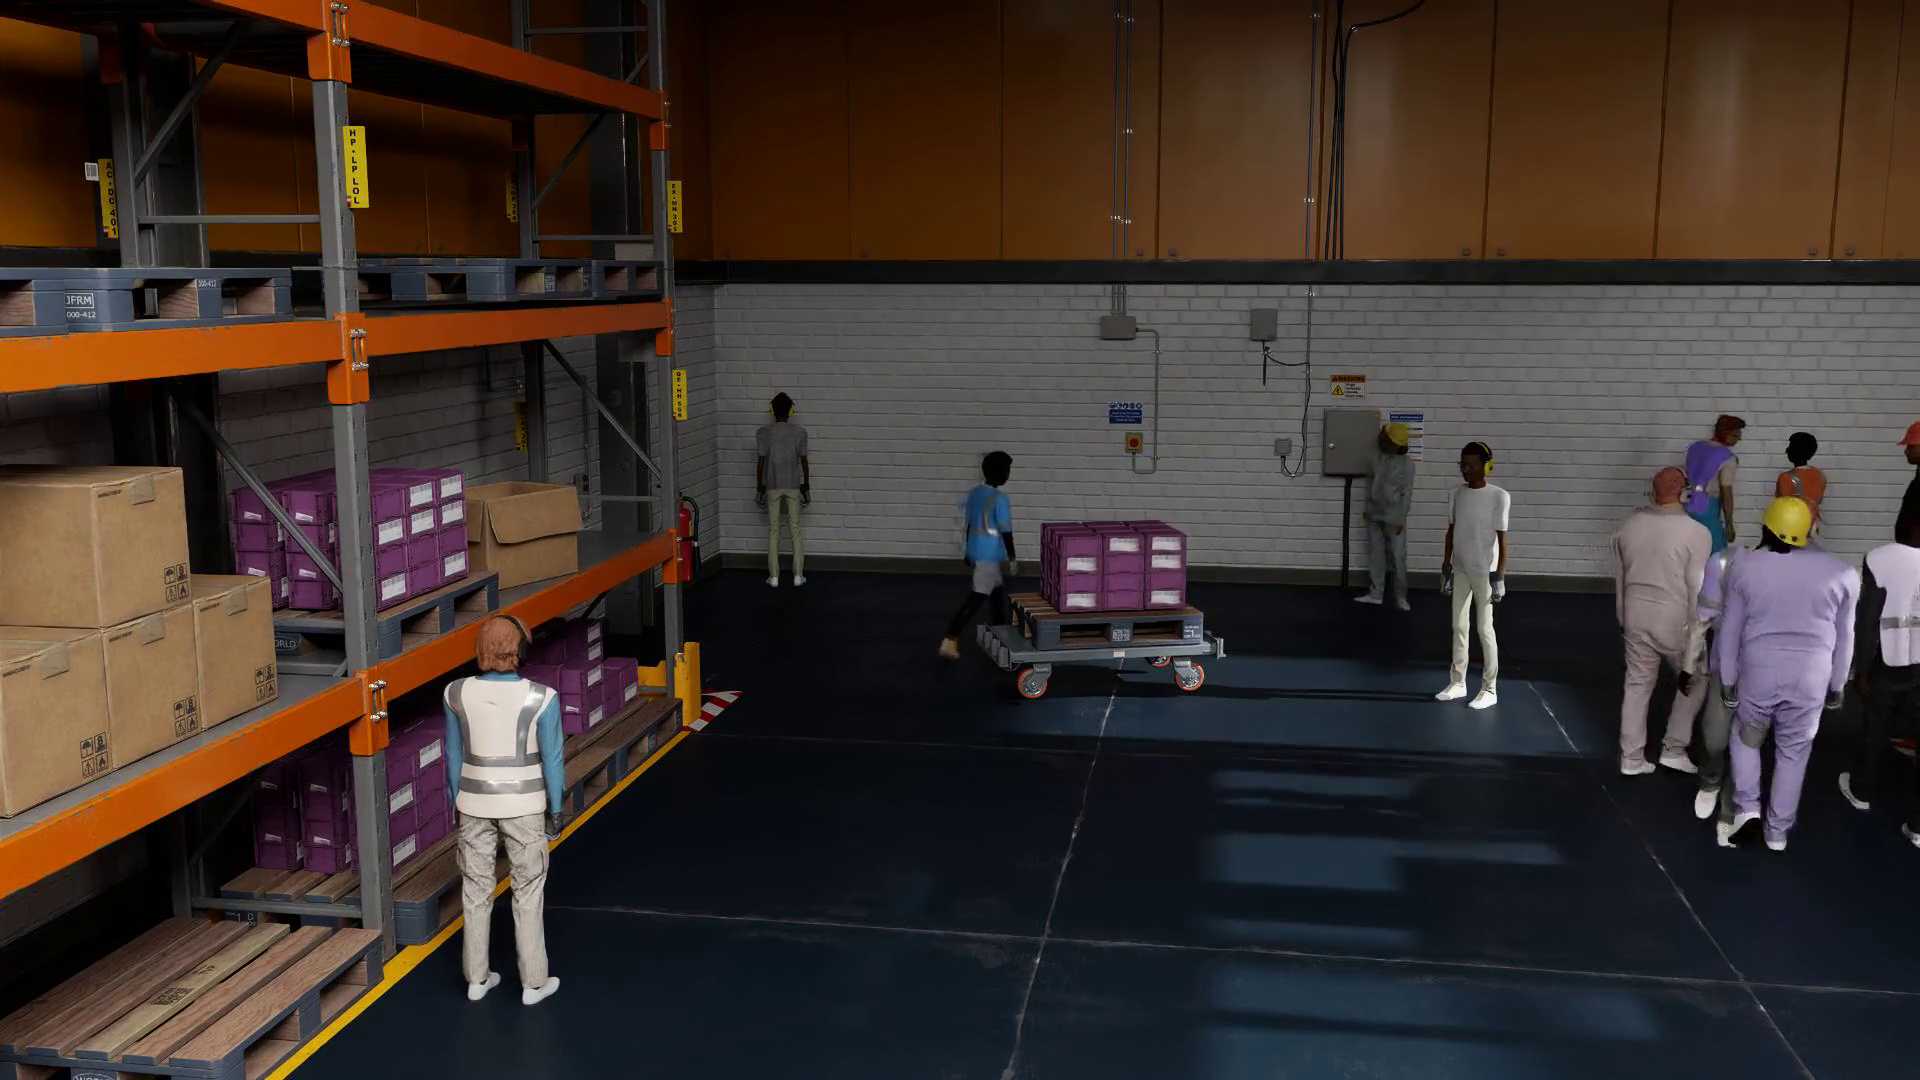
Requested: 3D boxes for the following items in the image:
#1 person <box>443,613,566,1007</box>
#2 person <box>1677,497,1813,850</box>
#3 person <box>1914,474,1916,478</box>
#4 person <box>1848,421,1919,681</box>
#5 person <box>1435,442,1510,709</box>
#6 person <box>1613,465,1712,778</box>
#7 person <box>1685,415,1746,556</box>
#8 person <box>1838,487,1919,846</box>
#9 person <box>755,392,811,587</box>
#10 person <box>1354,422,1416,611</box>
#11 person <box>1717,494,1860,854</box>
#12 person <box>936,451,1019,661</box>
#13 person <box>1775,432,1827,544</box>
[{"bbox_3d":[-1.876,1.117,6.876,0.508,1.628,0.319,1,9,6],"label":"person"},{"bbox_3d":[4.134,0.686,8.729,0.675,1.881,0.536,4,10,22],"label":"person"},{"bbox_3d":[7.840,0.016,13.267,0.596,1.757,0.940,9,13,43],"label":"person"},{"bbox_3d":[7.011,0.118,12.028,0.888,1.964,0.616,2,9,14],"label":"person"},{"bbox_3d":[3.575,0.237,11.598,0.316,1.861,0.514,-7,11,-36],"label":"person"},{"bbox_3d":[4.227,0.495,9.916,0.593,1.884,0.669,-6,11,-31],"label":"person"},{"bbox_3d":[6.471,-0.191,14.424,0.752,1.793,0.610,-3,10,-17],"label":"person"},{"bbox_3d":[5.146,0.643,9.039,0.616,1.872,0.954,2,9,12],"label":"person"},{"bbox_3d":[-1.704,-0.481,15.993,0.536,1.869,0.314,-1,9,-8],"label":"person"},{"bbox_3d":[3.787,-0.225,14.943,0.327,1.700,0.636,-7,11,-35],"label":"person"},{"bbox_3d":[4.267,0.705,8.624,0.643,1.891,0.448,3,10,20],"label":"person"},{"bbox_3d":[0.166,0.125,12.958,0.840,1.648,0.533,-4,10,-24],"label":"person"},{"bbox_3d":[6.970,-0.055,13.884,0.528,1.700,0.317,-5,11,-30],"label":"person"}]
